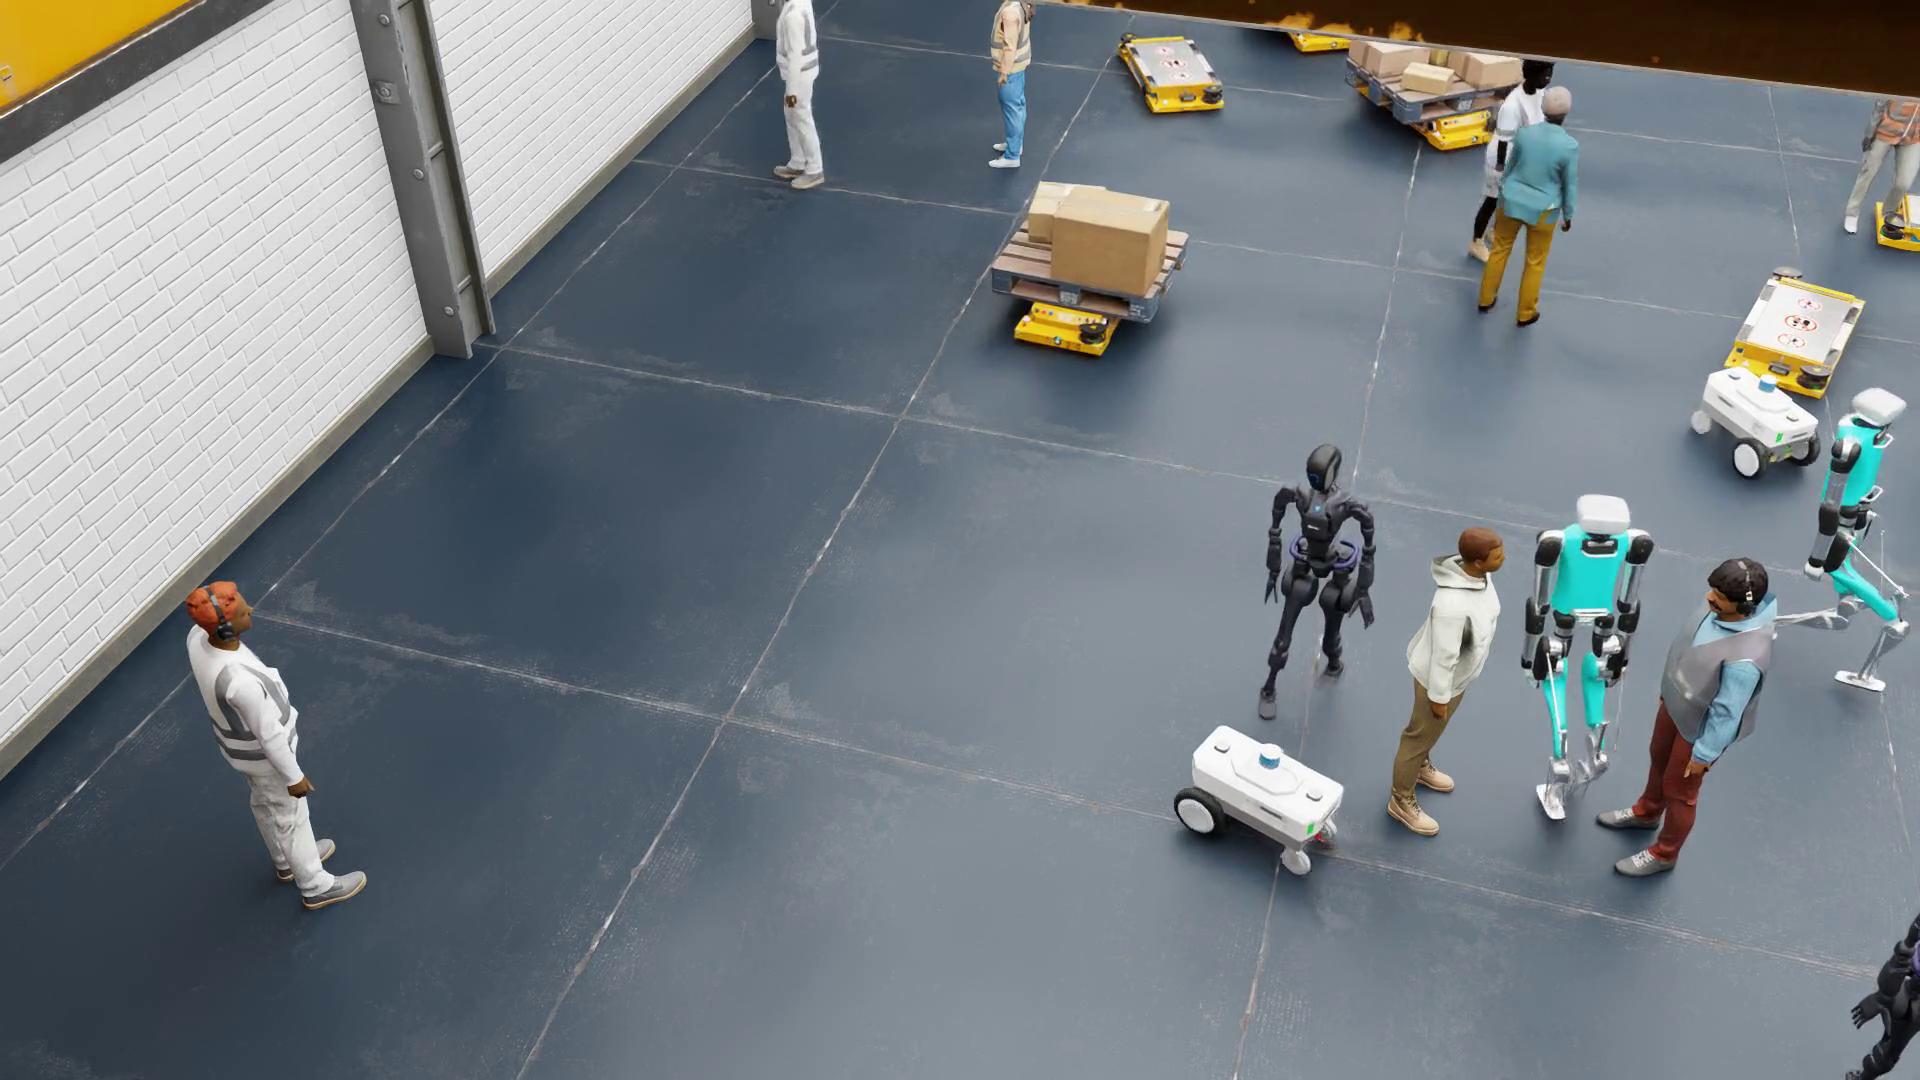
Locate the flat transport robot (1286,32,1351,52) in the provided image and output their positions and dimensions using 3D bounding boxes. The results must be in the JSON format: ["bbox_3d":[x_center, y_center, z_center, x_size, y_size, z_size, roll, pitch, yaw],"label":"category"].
[{"bbox_3d":[3.466,-5.215,16.491,0.659,0.231,1.431,-7,39,-8],"label":"flat transport robot"}]

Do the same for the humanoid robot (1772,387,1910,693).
[{"bbox_3d":[4.816,0.079,8.777,1.048,1.753,0.537,31,48,33],"label":"humanoid robot"}]

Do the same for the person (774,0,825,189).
[{"bbox_3d":[-1.342,-3.746,13.381,0.441,1.870,0.600,0,39,0],"label":"person"}]

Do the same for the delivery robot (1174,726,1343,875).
[{"bbox_3d":[1.496,1.238,8.217,0.756,0.571,0.499,26,46,29],"label":"delivery robot"}]

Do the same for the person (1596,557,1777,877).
[{"bbox_3d":[3.422,0.826,7.702,0.422,1.869,0.545,2,39,2],"label":"person"}]

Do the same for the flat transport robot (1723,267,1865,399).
[{"bbox_3d":[5.972,-1.492,11.860,0.659,0.231,1.431,23,44,25],"label":"flat transport robot"}]

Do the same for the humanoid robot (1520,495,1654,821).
[{"bbox_3d":[2.983,0.702,8.007,0.544,1.819,0.788,1,39,1],"label":"humanoid robot"}]

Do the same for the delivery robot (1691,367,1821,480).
[{"bbox_3d":[5.157,-0.773,10.753,0.499,0.614,0.815,-14,41,-17],"label":"delivery robot"}]

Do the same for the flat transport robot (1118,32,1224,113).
[{"bbox_3d":[1.943,-4.341,15.404,0.659,0.231,1.431,-5,39,-7],"label":"flat transport robot"}]

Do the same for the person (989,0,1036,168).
[{"bbox_3d":[0.436,-3.930,13.728,0.365,1.729,0.491,6,39,8],"label":"person"}]

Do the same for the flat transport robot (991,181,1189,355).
[{"bbox_3d":[0.950,-1.849,12.304,0.659,0.231,1.431,14,41,17],"label":"flat transport robot"}]

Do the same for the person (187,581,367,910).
[{"bbox_3d":[-3.146,0.939,7.550,0.355,1.882,0.574,-31,48,-33],"label":"person"}]

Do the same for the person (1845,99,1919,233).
[{"bbox_3d":[7.192,-3.080,12.762,0.519,1.612,0.387,5,39,7],"label":"person"}]

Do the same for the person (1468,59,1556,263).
[{"bbox_3d":[4.135,-2.837,12.397,0.553,1.677,0.430,-31,48,-33],"label":"person"}]

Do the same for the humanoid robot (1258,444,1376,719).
[{"bbox_3d":[1.879,0.209,8.649,0.614,1.640,0.601,19,43,22],"label":"humanoid robot"}]

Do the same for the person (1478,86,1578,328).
[{"bbox_3d":[4.036,-2.332,11.725,0.568,1.748,0.353,25,45,28],"label":"person"}]

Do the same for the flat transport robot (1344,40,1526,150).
[{"bbox_3d":[4.183,-3.891,14.844,0.659,0.231,1.431,-14,41,-16],"label":"flat transport robot"}]

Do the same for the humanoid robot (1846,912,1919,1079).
[{"bbox_3d":[3.919,1.828,6.605,0.599,1.641,0.397,9,40,11],"label":"humanoid robot"}]

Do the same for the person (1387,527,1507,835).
[{"bbox_3d":[2.322,0.643,8.008,0.374,1.768,0.520,19,42,22],"label":"person"}]

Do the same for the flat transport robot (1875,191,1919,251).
[{"bbox_3d":[7.957,-2.400,12.990,1.431,0.231,0.659,14,41,16],"label":"flat transport robot"}]
